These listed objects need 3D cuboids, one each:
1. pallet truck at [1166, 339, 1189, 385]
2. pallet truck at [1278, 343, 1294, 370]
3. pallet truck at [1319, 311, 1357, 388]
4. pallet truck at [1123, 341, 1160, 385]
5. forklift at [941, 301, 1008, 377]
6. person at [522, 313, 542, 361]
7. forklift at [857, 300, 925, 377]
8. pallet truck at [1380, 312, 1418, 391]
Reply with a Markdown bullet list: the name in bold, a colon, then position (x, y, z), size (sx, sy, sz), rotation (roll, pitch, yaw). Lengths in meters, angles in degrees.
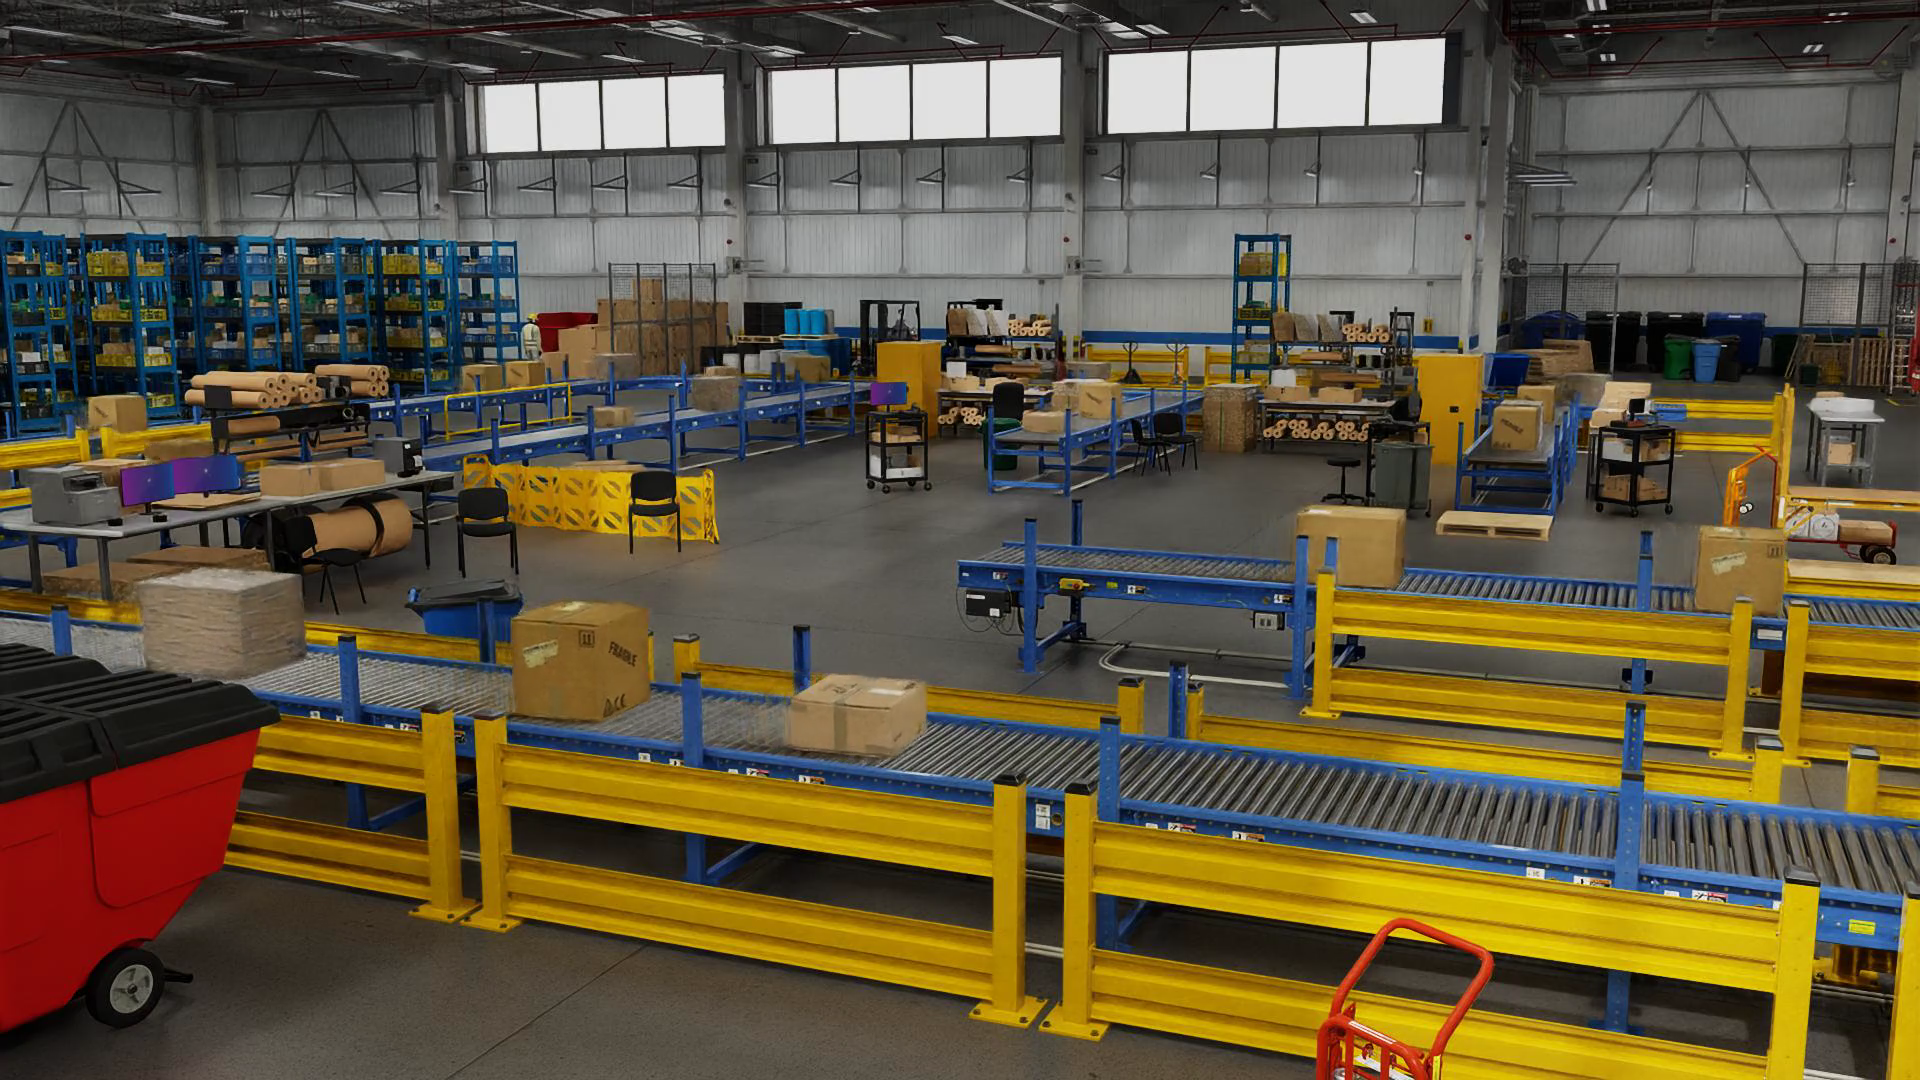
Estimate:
- **pallet truck**: position (5.418, -4.269, 40.420), size (0.704, 1.261, 1.522), rotation (3, 10, 20)
- **pallet truck**: position (7.886, -4.163, 39.743), size (0.653, 1.274, 1.630), rotation (4, 10, 22)
- **pallet truck**: position (9.071, -4.419, 39.190), size (0.823, 1.965, 1.885), rotation (5, 10, 26)
- **pallet truck**: position (4.445, -4.380, 41.279), size (0.680, 1.201, 1.601), rotation (4, 10, 22)
- **forklift**: position (0.365, -4.966, 41.571), size (1.157, 1.987, 2.680), rotation (3, 10, 20)
- **person**: position (-10.954, -4.912, 42.709), size (0.587, 1.823, 0.403), rotation (6, 11, 32)
- **forklift**: position (-1.732, -5.109, 42.468), size (1.157, 1.987, 2.680), rotation (4, 10, 22)
- **pallet truck**: position (10.207, -4.283, 38.369), size (0.823, 1.965, 1.885), rotation (3, 10, 20)
